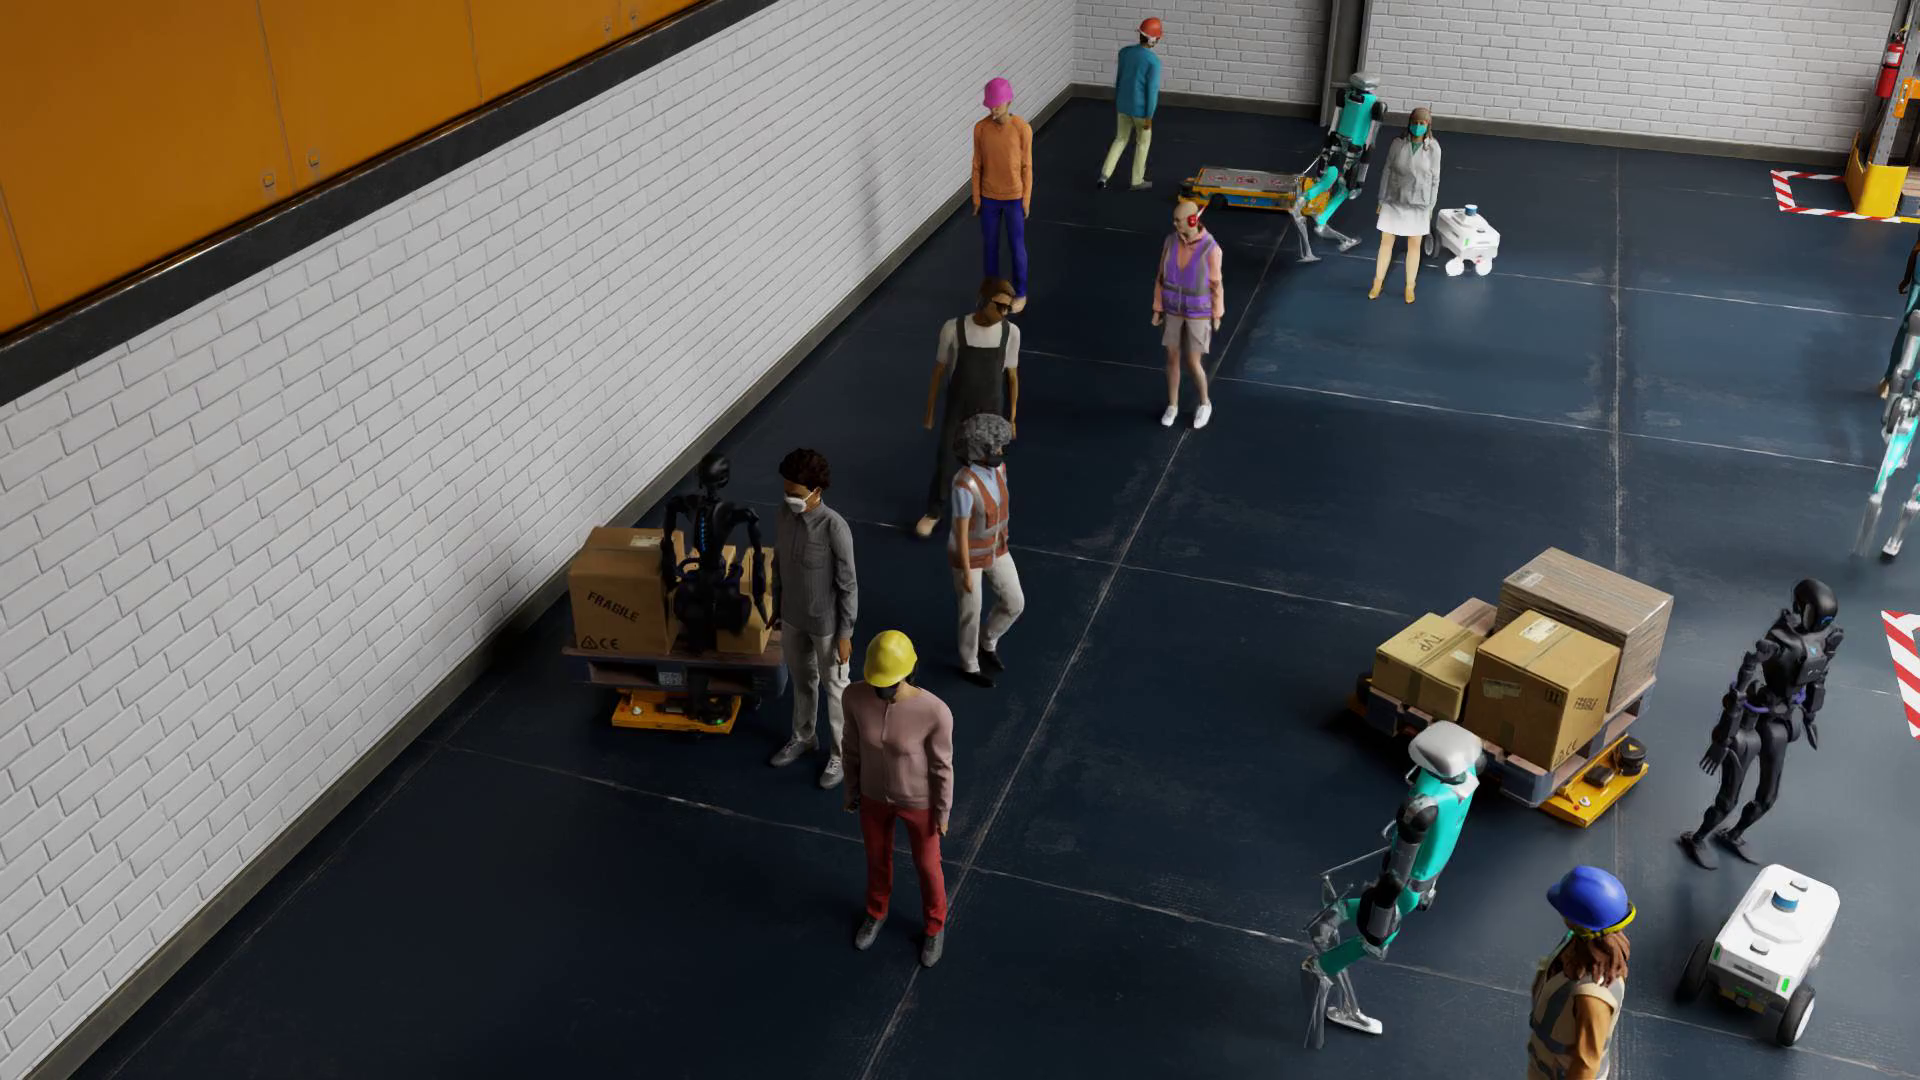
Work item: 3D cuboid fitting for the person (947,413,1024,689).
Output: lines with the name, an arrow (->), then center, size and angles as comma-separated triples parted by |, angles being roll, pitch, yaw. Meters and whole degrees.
person -> 0.129, 0.084, 9.087 | 0.368, 1.671, 0.463 | 23, 38, 34

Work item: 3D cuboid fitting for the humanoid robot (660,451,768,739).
humanoid robot -> -1.317, 0.269, 8.810 | 0.614, 1.655, 0.599 | 6, 31, 9

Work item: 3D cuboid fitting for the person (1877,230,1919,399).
person -> 7.227, -1.885, 12.257 | 0.516, 1.866, 0.391 | 16, 34, 25

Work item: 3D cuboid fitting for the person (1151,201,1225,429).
person -> 1.646, -1.610, 11.977 | 0.526, 1.669, 0.414 | 20, 36, 30

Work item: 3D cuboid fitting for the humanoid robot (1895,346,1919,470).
humanoid robot -> 6.756, -1.258, 11.381 | 0.551, 1.837, 0.809 | 22, 37, 33

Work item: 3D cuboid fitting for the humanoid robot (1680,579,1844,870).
humanoid robot -> 3.768, 0.853, 7.781 | 0.609, 1.636, 0.356 | -10, 32, -17

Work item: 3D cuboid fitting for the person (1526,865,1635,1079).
person -> 2.139, 1.872, 5.951 | 0.322, 1.775, 0.465 | 8, 31, 13

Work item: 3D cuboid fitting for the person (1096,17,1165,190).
person -> 1.712, -4.300, 16.508 | 0.622, 1.720, 0.579 | -25, 39, -36

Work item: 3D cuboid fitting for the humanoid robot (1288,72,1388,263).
humanoid robot -> 3.264, -3.198, 14.596 | 0.989, 1.711, 0.560 | -21, 36, -31

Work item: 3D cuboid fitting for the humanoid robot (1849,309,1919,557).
humanoid robot -> 5.911, -0.588, 10.287 | 0.541, 1.900, 0.730 | 22, 37, 32

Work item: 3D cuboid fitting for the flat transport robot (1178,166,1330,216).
flat transport robot -> 2.926, -3.461, 16.513 | 1.431, 0.231, 0.659 | 8, 31, 13

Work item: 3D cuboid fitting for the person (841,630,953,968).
person -> -0.276, 1.127, 7.241 | 0.520, 1.759, 0.347 | 11, 32, 18

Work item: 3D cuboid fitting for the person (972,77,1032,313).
person -> 0.342, -2.862, 13.825 | 0.514, 1.972, 0.403 | 8, 31, 14

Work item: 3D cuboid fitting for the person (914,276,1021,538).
person -> 0.053, -0.813, 10.503 | 0.663, 1.792, 0.339 | -3, 31, -6

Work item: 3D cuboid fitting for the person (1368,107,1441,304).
person -> 3.765, -2.818, 14.041 | 0.483, 1.660, 0.337 | 10, 32, 17

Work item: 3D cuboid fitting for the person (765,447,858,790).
person -> -0.730, 0.380, 8.373 | 0.534, 1.898, 0.394 | 21, 36, 31

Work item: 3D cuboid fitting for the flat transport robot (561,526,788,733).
flat transport robot -> -1.500, 0.612, 9.585 | 0.659, 0.231, 1.431 | 3, 31, 5

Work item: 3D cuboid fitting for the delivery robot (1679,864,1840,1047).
delivery robot -> 3.548, 1.786, 7.310 | 0.513, 0.599, 0.770 | 24, 38, 34

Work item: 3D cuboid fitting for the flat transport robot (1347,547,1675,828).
flat transport robot -> 2.867, 1.007, 8.912 | 0.659, 0.231, 1.431 | -26, 39, -37

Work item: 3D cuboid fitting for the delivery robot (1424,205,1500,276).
delivery robot -> 4.545, -2.725, 14.995 | 0.510, 0.611, 0.782 | -4, 31, -7

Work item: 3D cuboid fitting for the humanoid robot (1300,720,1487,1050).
humanoid robot -> 1.645, 1.452, 6.809 | 0.743, 1.884, 0.548 | 24, 38, 34
